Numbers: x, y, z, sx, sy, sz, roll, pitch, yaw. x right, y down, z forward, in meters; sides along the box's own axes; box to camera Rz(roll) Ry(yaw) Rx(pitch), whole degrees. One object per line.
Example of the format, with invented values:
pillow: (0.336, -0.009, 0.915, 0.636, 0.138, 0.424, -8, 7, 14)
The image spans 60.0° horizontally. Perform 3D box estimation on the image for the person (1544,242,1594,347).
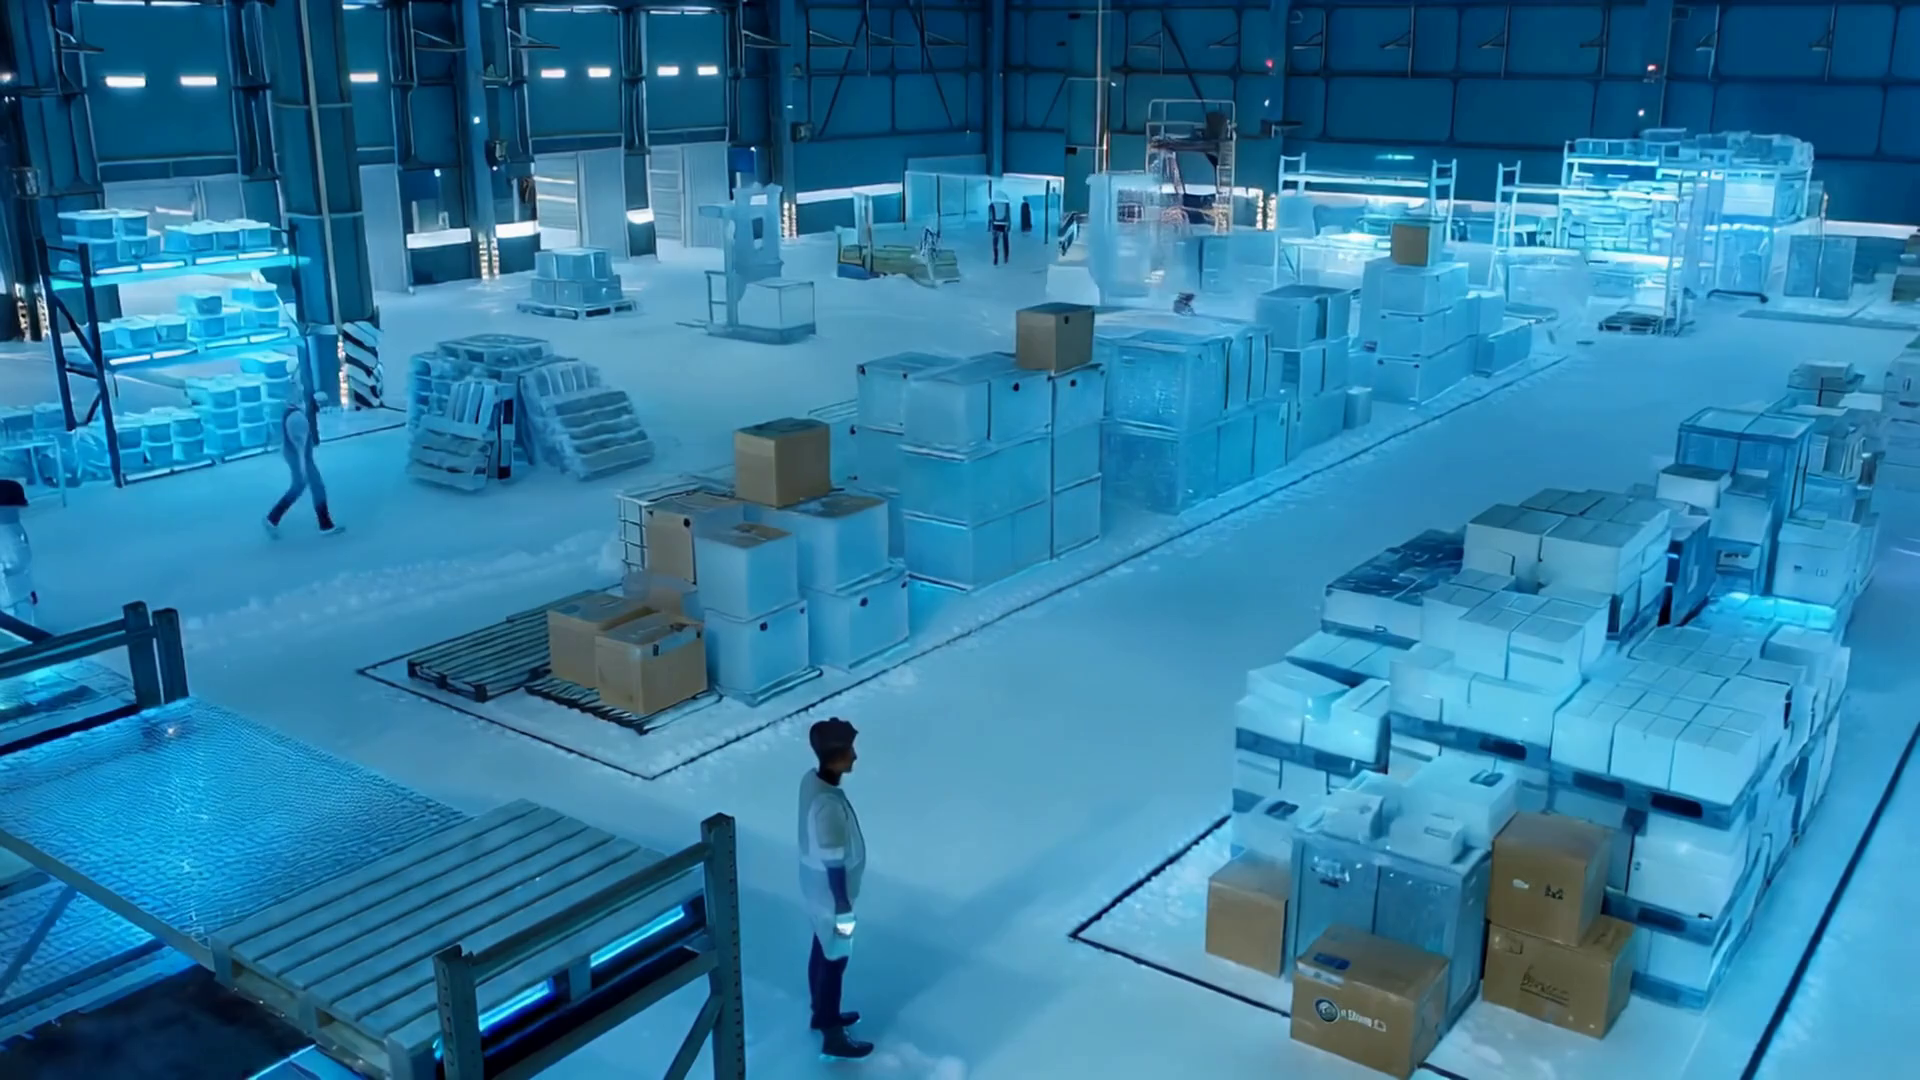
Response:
person: (11.136, -4.439, 30.136, 0.859, 1.913, 0.635, -3, 17, -9)

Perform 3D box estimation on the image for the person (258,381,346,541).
person: (-7.393, -0.872, 18.481, 0.868, 1.817, 0.526, -13, 21, -37)

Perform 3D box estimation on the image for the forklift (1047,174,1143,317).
forklift: (2.710, -5.826, 33.065, 1.873, 2.768, 1.129, 2, 17, 8)

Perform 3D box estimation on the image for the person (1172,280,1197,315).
person: (3.417, -2.950, 25.160, 0.378, 1.934, 0.553, -7, 18, -21)

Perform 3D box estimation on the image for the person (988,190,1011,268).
person: (0.972, -7.592, 40.611, 0.581, 1.882, 0.351, -6, 18, -19)

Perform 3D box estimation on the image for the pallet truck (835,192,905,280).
pallet truck: (-1.936, -7.159, 38.982, 1.885, 1.965, 0.823, -12, 21, -34)

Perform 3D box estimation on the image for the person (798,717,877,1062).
person: (-0.690, 1.890, 9.073, 0.367, 1.966, 0.605, -5, 17, -15)

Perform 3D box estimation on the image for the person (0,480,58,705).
person: (-7.928, 0.431, 13.990, 0.394, 1.916, 0.588, -3, 17, -9)

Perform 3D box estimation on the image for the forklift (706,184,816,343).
forklift: (-3.717, -5.181, 30.929, 1.873, 2.768, 1.129, 12, 21, 35)

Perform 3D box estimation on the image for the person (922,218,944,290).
person: (-0.624, -6.394, 37.162, 0.752, 1.581, 0.539, 12, 21, 35)
